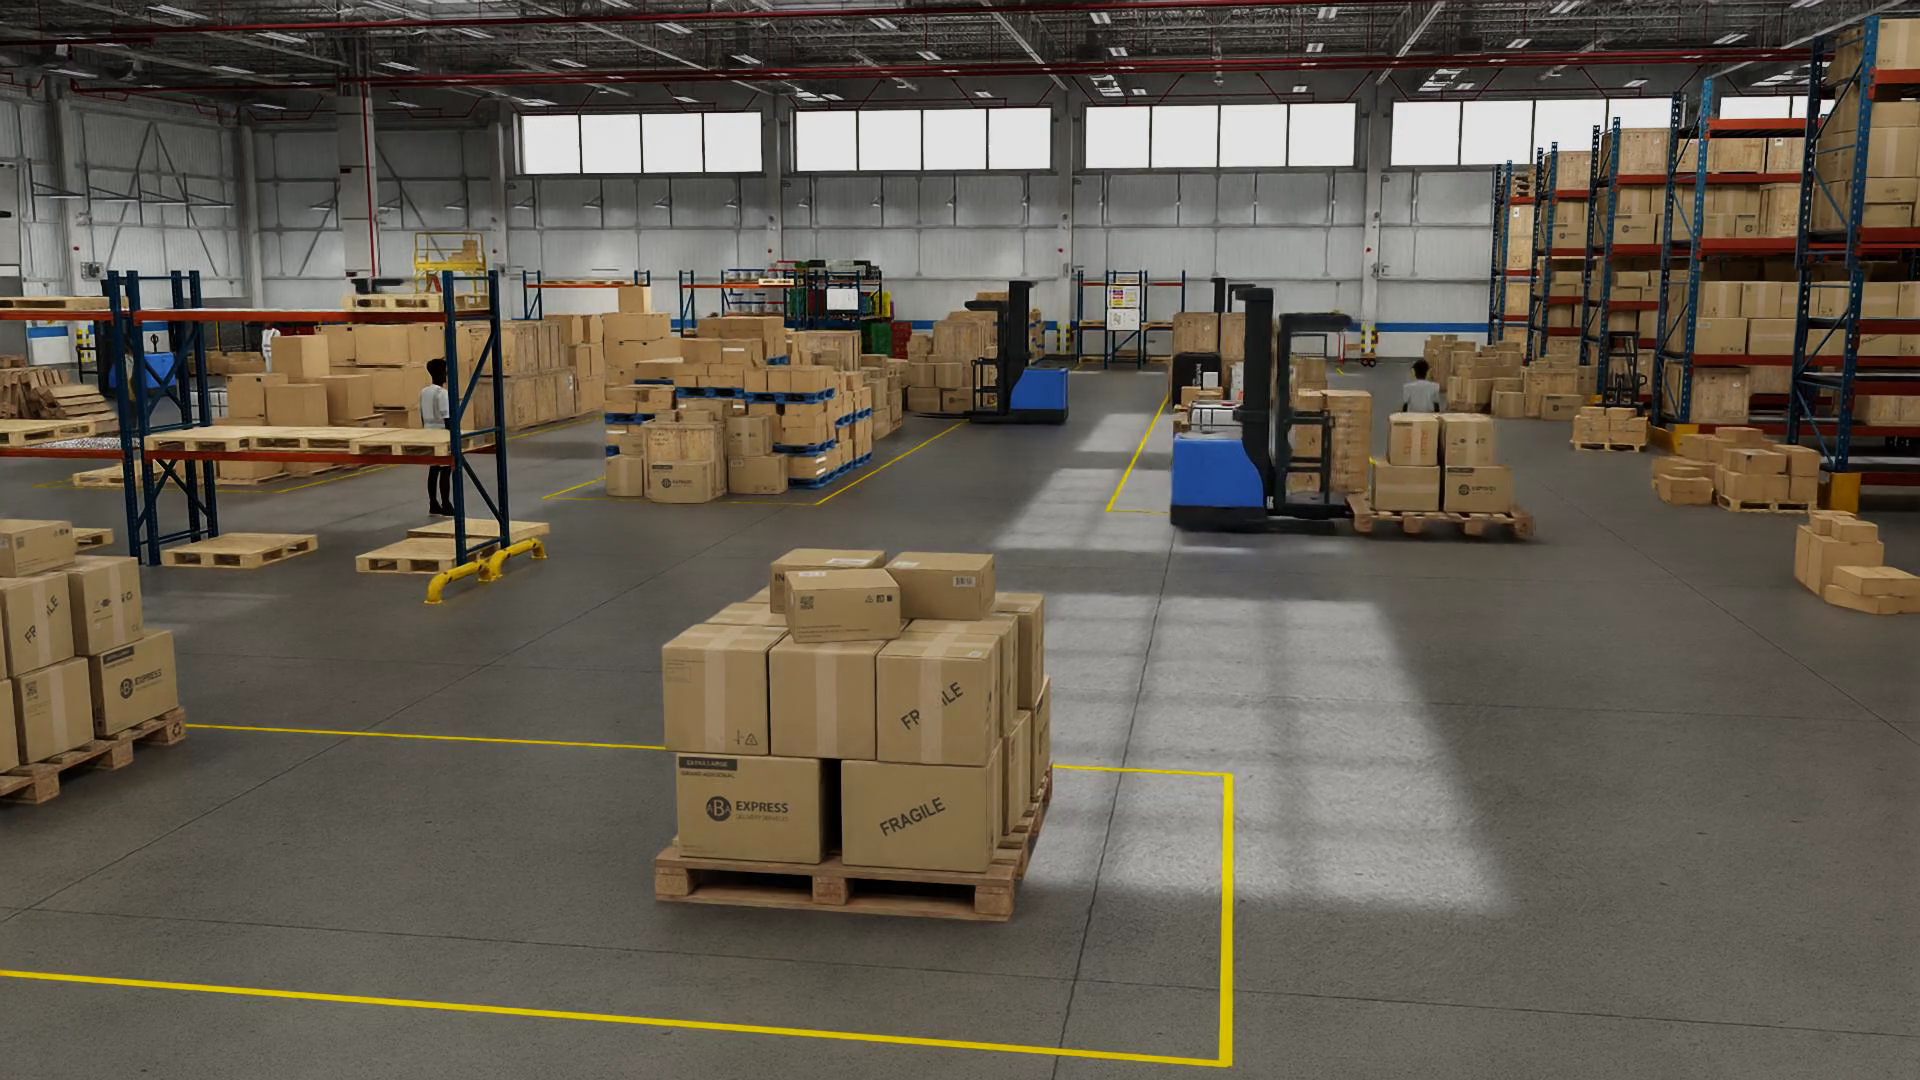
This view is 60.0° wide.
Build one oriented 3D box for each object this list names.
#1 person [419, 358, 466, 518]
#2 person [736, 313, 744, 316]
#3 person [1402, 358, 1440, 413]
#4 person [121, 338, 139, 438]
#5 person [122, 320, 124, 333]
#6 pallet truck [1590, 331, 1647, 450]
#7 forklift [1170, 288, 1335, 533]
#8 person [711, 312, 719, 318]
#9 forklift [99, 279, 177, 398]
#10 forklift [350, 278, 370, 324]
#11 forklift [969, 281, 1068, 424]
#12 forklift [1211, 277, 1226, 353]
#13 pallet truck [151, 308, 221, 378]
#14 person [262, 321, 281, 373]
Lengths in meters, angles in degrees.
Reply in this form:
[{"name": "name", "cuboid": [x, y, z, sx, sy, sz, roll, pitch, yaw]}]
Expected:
[{"name": "person", "cuboid": [-6.374, -1.247, 20.412, 0.611, 1.966, 0.362, 8, 12, 41]}, {"name": "person", "cuboid": [-5.978, -5.132, 44.579, 0.859, 1.908, 0.544, -2, 9, -10]}, {"name": "person", "cuboid": [6.271, -1.542, 22.605, 0.538, 1.845, 0.527, 4, 10, 24]}, {"name": "person", "cuboid": [-14.571, -2.618, 29.249, 0.328, 1.844, 0.514, -2, 9, -13]}, {"name": "person", "cuboid": [-25.890, -6.106, 51.399, 0.315, 1.636, 0.514, 0, 9, -1]}, {"name": "pallet truck", "cuboid": [11.253, -2.573, 28.499, 0.823, 1.965, 1.885, 5, 10, 27]}, {"name": "forklift", "cuboid": [3.445, -1.553, 19.491, 1.873, 2.768, 1.129, 1, 9, 9]}, {"name": "person", "cuboid": [-6.798, -5.270, 45.418, 0.848, 1.915, 0.638, -4, 10, -24]}, {"name": "forklift", "cuboid": [-19.606, -4.720, 39.027, 1.873, 2.768, 1.129, 1, 9, 9]}, {"name": "forklift", "cuboid": [-15.668, -5.475, 43.681, 1.873, 2.768, 1.129, -3, 10, -19]}, {"name": "forklift", "cuboid": [1.194, -3.753, 33.059, 1.873, 2.768, 1.129, 1, 9, 9]}, {"name": "forklift", "cuboid": [7.520, -6.242, 48.411, 1.873, 2.768, 1.129, 1, 9, 9]}, {"name": "pallet truck", "cuboid": [-21.869, -5.598, 47.154, 0.823, 1.965, 1.885, 4, 10, 26]}, {"name": "person", "cuboid": [-17.077, -4.585, 41.263, 0.575, 1.882, 0.360, 4, 10, 24]}]
